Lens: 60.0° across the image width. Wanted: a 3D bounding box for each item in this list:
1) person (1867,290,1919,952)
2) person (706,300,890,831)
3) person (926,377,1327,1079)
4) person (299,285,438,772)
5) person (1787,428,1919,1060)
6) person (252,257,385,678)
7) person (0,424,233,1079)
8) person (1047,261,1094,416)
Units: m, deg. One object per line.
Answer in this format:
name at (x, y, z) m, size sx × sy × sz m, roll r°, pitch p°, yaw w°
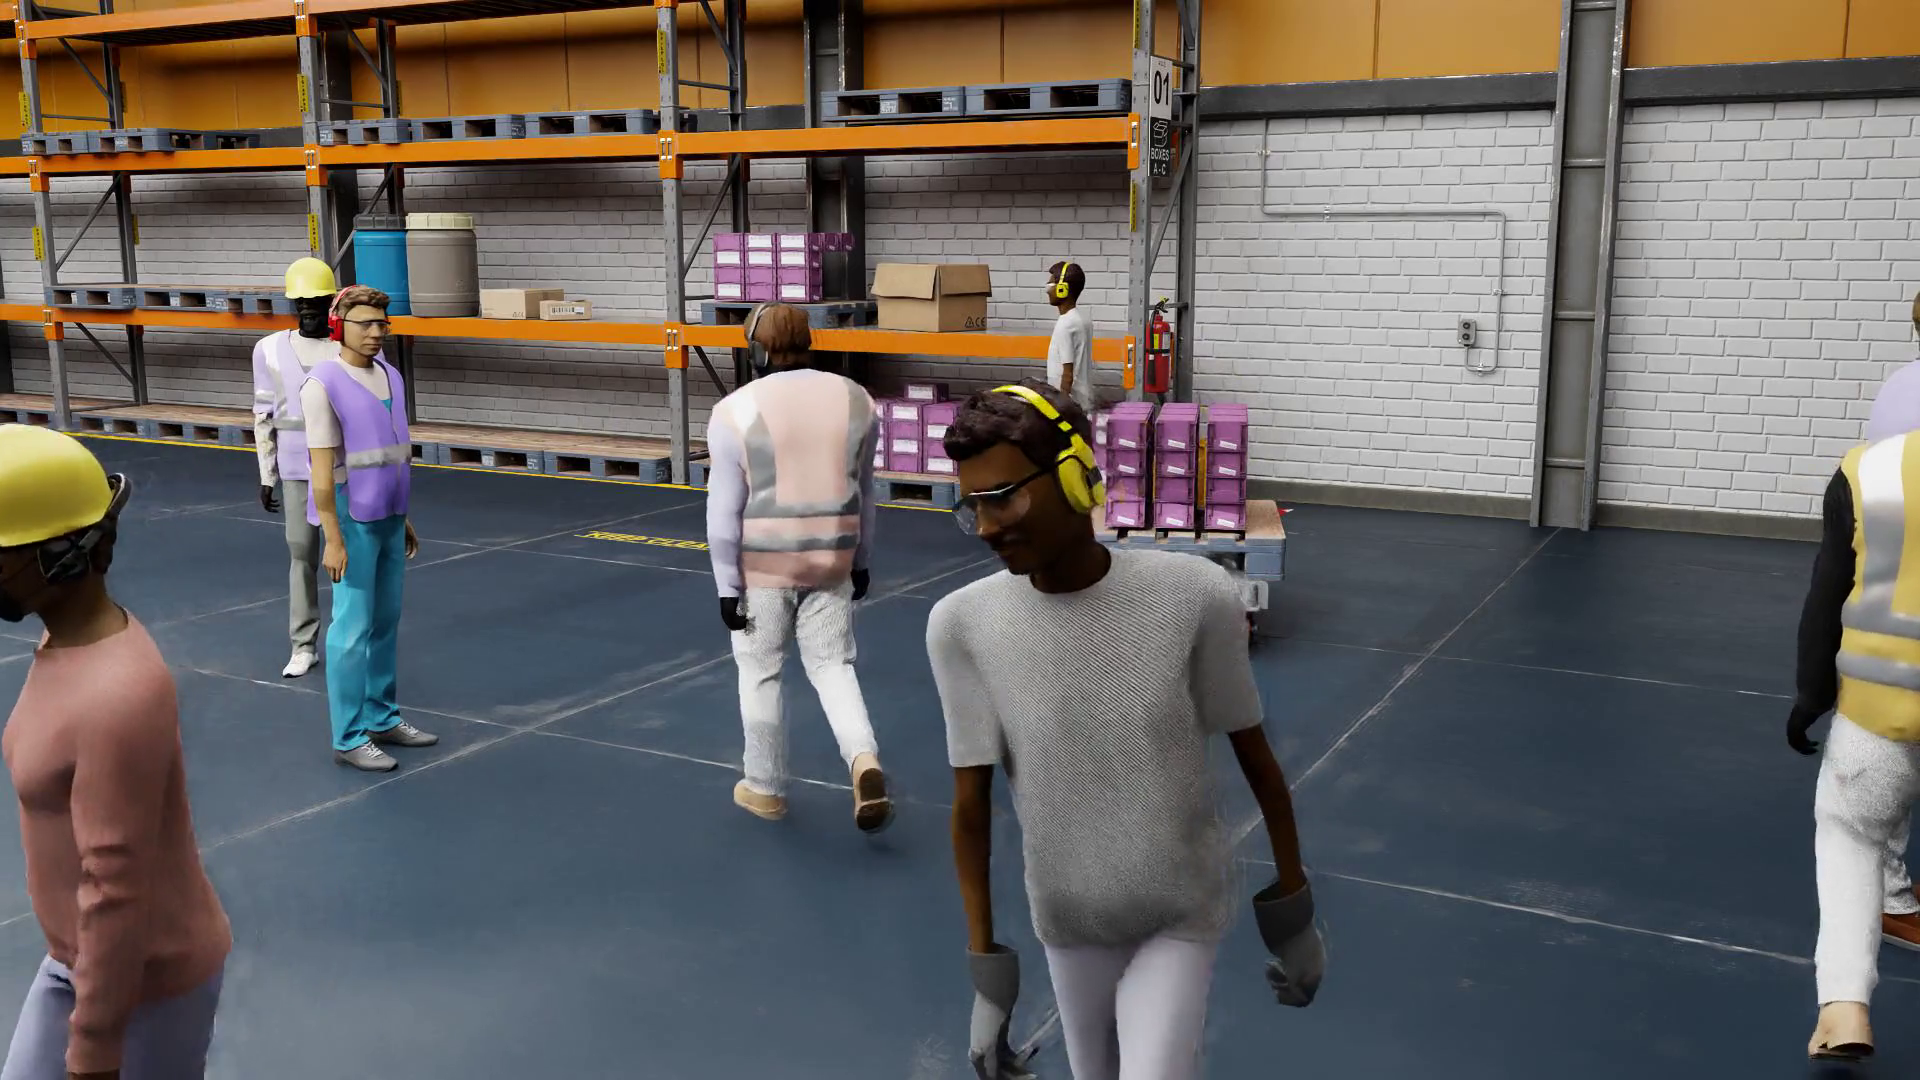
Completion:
person at (2.765, 0.193, 4.793) m, size 0.370 × 1.941 × 0.627 m, roll 4°, pitch 11°, yaw 19°
person at (-0.539, 0.104, 5.618) m, size 0.634 × 1.818 × 0.720 m, roll -6°, pitch 12°, yaw -28°
person at (0.231, 0.658, 2.594) m, size 0.599 × 1.811 × 0.796 m, roll 4°, pitch 11°, yaw 22°
person at (-2.294, -0.051, 6.393) m, size 0.374 × 1.841 × 0.575 m, roll 2°, pitch 11°, yaw 10°
person at (2.317, 0.411, 3.890) m, size 0.679 × 1.831 × 0.501 m, roll 6°, pitch 12°, yaw 30°
person at (-2.939, -0.329, 7.690) m, size 0.586 × 1.928 × 0.365 m, roll -3°, pitch 11°, yaw -14°
person at (-1.347, 0.680, 2.633) m, size 0.429 × 1.741 × 0.542 m, roll -7°, pitch 13°, yaw -35°
person at (0.660, -0.786, 10.348) m, size 0.327 × 1.874 × 0.519 m, roll 4°, pitch 11°, yaw 19°
